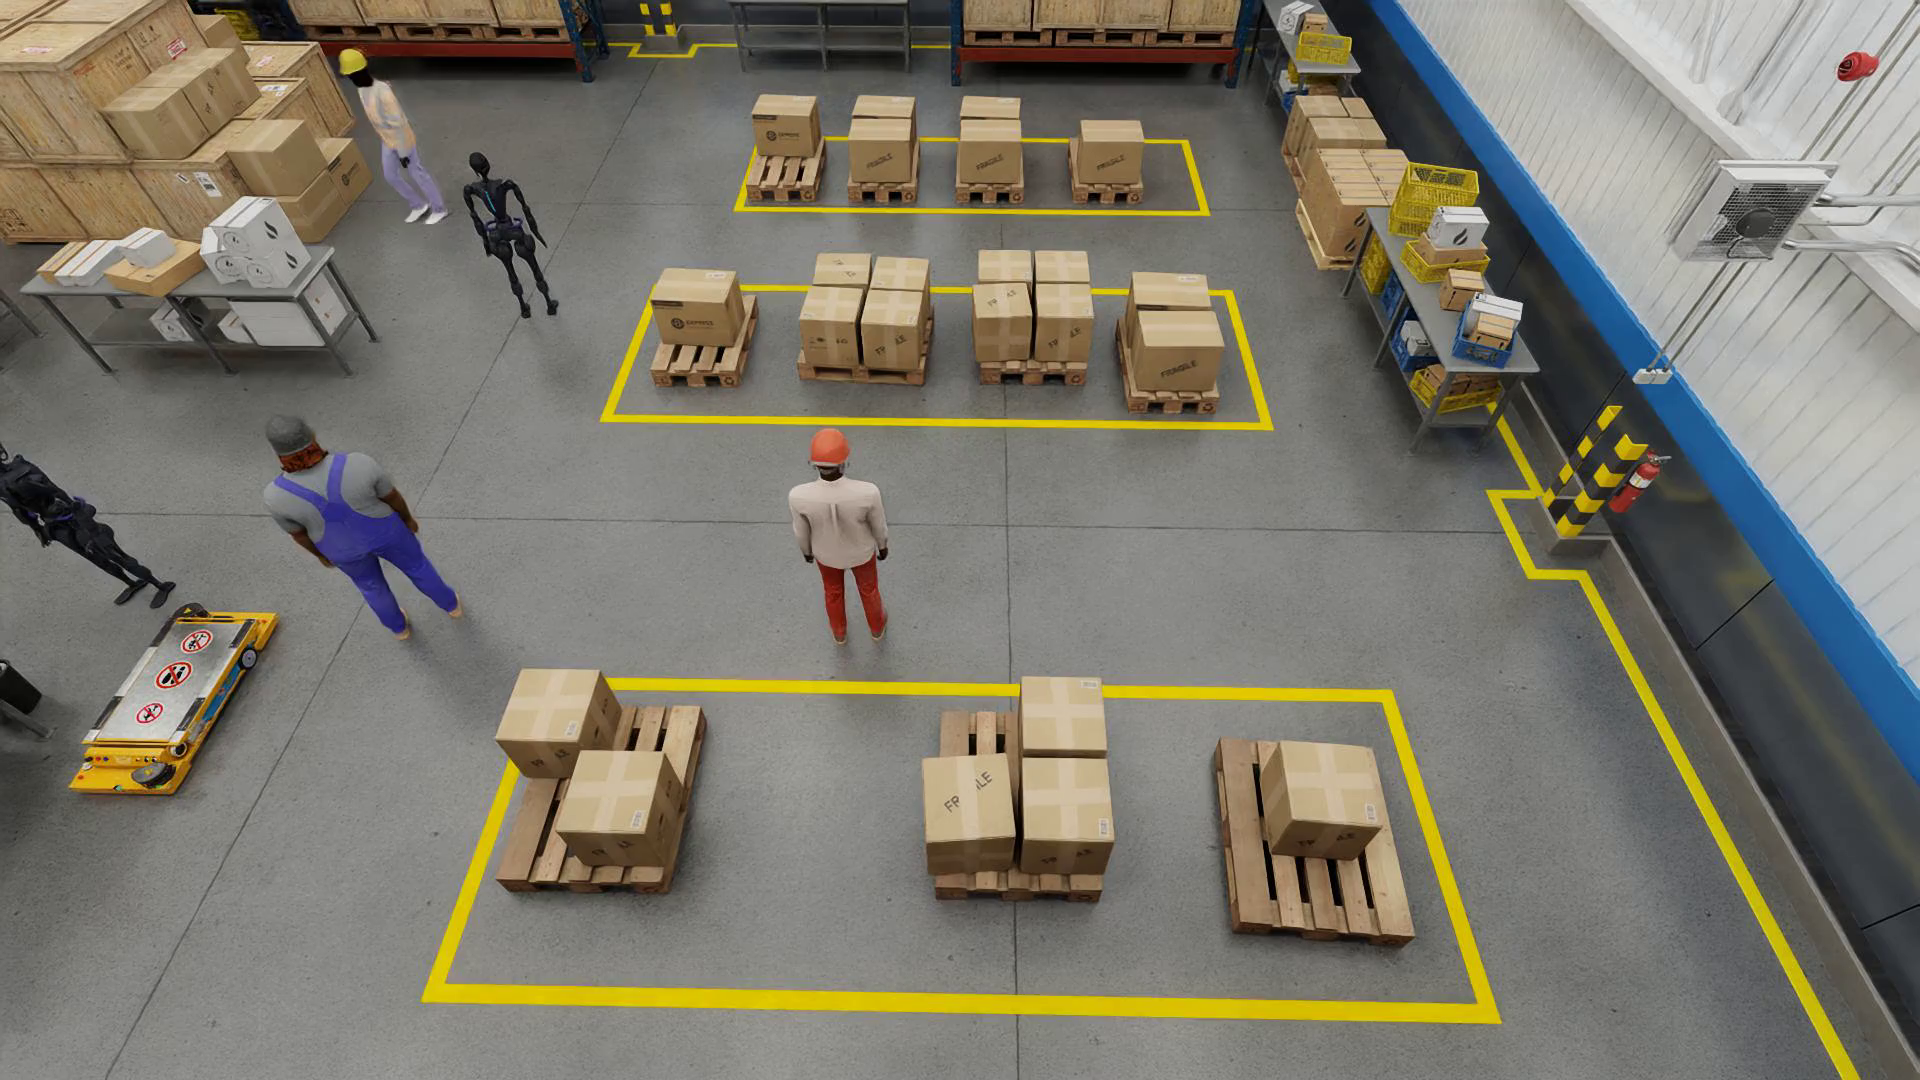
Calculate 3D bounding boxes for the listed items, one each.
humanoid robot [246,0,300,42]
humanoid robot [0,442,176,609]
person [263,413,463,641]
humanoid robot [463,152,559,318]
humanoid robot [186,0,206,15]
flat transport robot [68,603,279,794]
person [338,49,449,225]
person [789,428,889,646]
[{"bbox_3d":[-9.050,-6.765,12.177,0.414,1.627,0.629,7,50,6],"label":"humanoid robot"},{"bbox_3d":[-6.333,-0.091,6.512,0.608,1.657,0.313,6,50,5],"label":"humanoid robot"},{"bbox_3d":[-4.109,-0.083,6.278,0.681,2.000,0.536,-26,54,-20],"label":"person"},{"bbox_3d":[-4.393,-2.960,8.948,0.574,1.651,0.338,-9,50,-7],"label":"humanoid robot"},{"bbox_3d":[-9.888,-6.463,11.912,0.565,1.651,0.349,-26,55,-21],"label":"humanoid robot"},{"bbox_3d":[-5.504,1.072,6.442,0.652,0.197,1.431,1,50,1],"label":"flat transport robot"},{"bbox_3d":[-6.169,-4.294,9.929,0.595,1.908,0.586,27,55,21],"label":"person"},{"bbox_3d":[-0.784,0.037,6.212,0.610,1.984,0.390,-3,50,-2],"label":"person"}]
